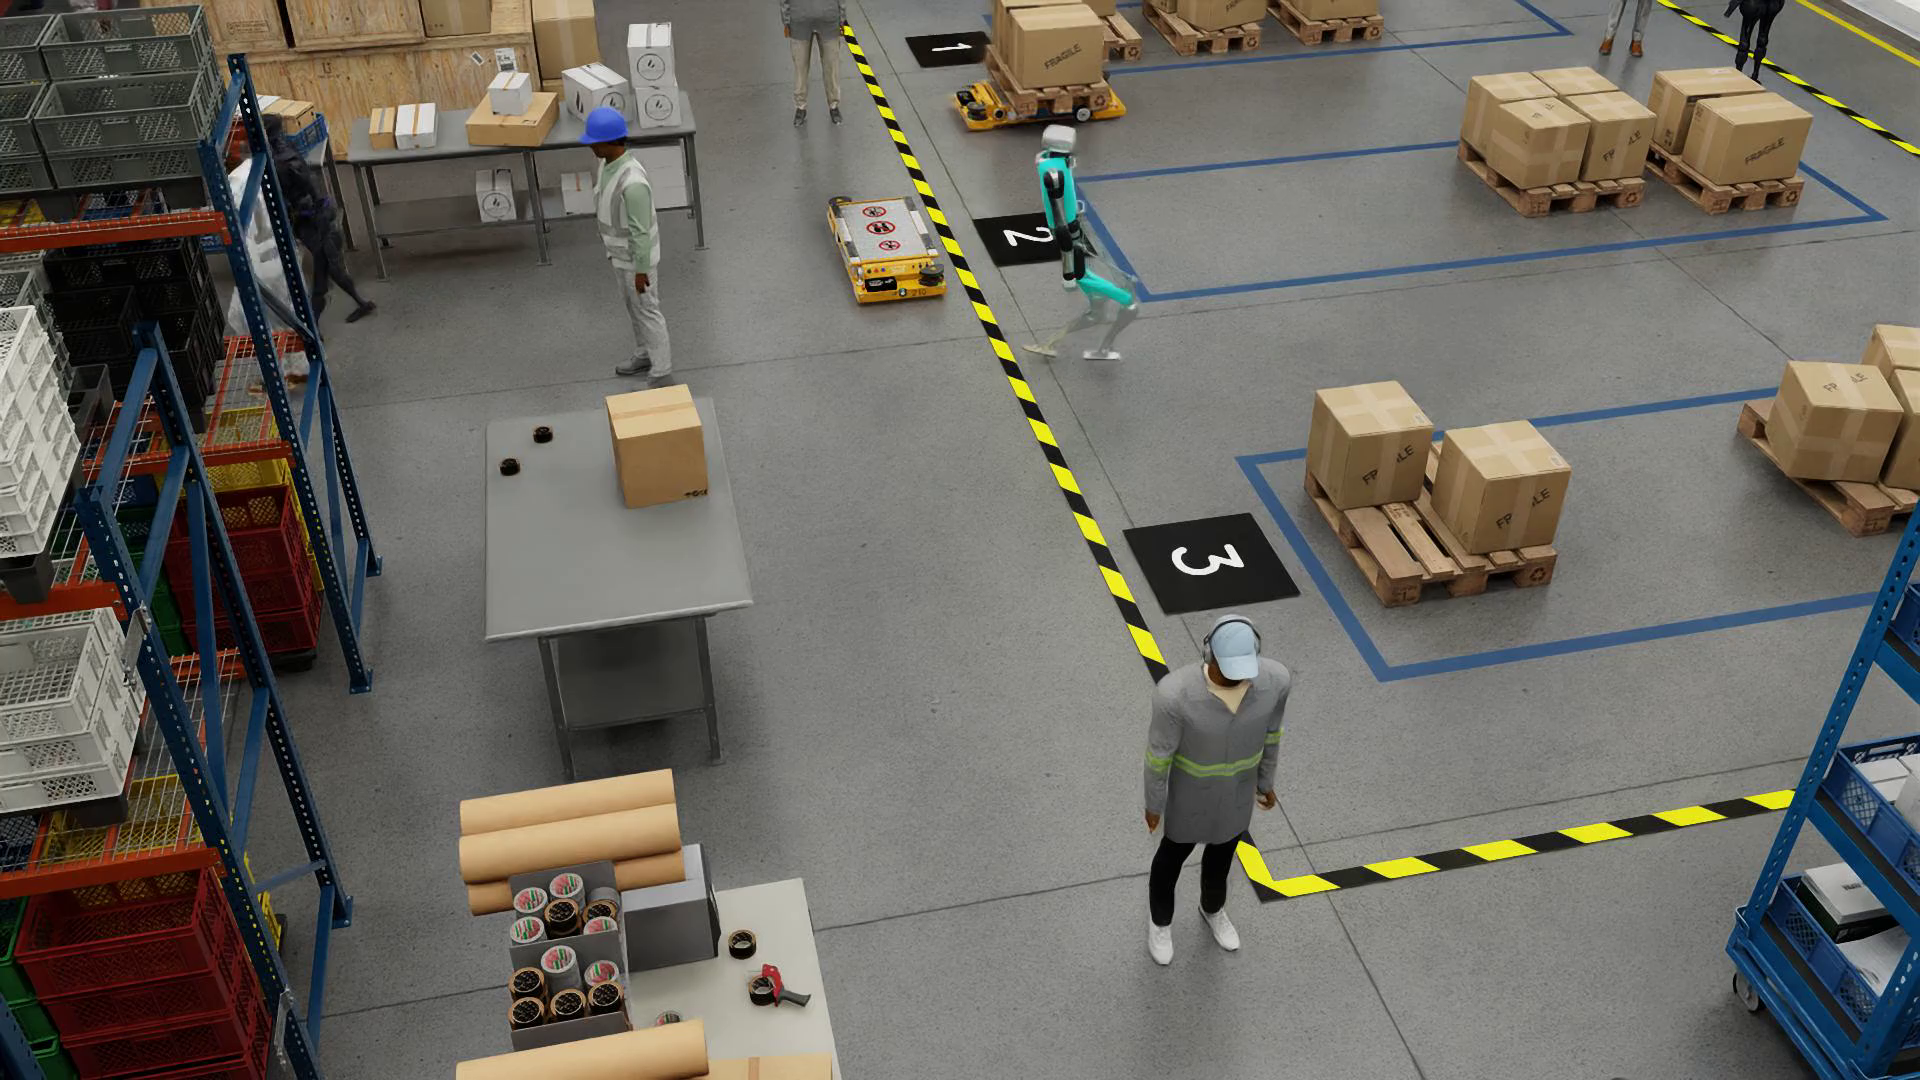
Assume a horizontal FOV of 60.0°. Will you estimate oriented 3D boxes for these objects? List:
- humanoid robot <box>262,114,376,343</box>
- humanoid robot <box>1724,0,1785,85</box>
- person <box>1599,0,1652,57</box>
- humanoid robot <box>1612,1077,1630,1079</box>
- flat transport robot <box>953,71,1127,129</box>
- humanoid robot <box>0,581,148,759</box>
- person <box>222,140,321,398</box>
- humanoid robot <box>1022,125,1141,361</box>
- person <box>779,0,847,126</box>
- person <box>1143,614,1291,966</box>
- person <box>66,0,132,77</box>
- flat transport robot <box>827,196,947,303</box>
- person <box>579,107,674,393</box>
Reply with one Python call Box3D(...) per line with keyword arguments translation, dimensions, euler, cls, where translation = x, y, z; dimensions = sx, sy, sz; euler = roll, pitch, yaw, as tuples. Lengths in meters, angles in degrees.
Box3D(translation=(-4.410, -2.119, 11.248), dimensions=(0.612, 1.625, 0.767), euler=(27, 45, 32), cls="humanoid robot")
Box3D(translation=(7.197, -4.892, 14.938), dimensions=(0.599, 1.655, 0.315), euler=(-15, 39, -19), cls="humanoid robot")
Box3D(translation=(6.425, -5.476, 15.560), dimensions=(0.586, 1.883, 0.385), euler=(10, 38, 13), cls="person")
Box3D(translation=(1.927, 2.272, 5.345), dimensions=(0.591, 1.643, 0.462), euler=(14, 39, 18), cls="humanoid robot")
Box3D(translation=(0.708, -3.931, 14.814), dimensions=(1.431, 0.197, 0.652), euler=(-8, 37, -10), cls="flat transport robot")
Box3D(translation=(-4.270, 0.411, 7.751), dimensions=(0.976, 1.721, 0.544), euler=(-10, 38, -13), cls="humanoid robot")
Box3D(translation=(-4.541, -1.764, 10.587), dimensions=(0.580, 1.866, 0.619), euler=(-1, 37, -2), cls="person")
Box3D(translation=(0.865, -1.844, 10.790), dimensions=(0.893, 1.743, 0.552), euler=(1, 37, 2), cls="humanoid robot")
Box3D(translation=(-1.252, -4.444, 14.269), dimensions=(0.573, 1.767, 0.396), euler=(-4, 37, -5), cls="person")
Box3D(translation=(1.042, 1.034, 6.837), dimensions=(0.596, 1.850, 0.396), euler=(-9, 37, -11), cls="person")
Box3D(translation=(-7.544, -4.642, 14.481), dimensions=(0.404, 1.833, 0.589), euler=(-25, 44, -30), cls="person")
Box3D(translation=(-0.570, -2.220, 12.538), dimensions=(0.659, 0.231, 1.431), euler=(-8, 37, -10), cls="flat transport robot")
Box3D(translation=(-2.119, -1.837, 10.626), dimensions=(0.415, 1.939, 0.606), euler=(-17, 40, -22), cls="person")
